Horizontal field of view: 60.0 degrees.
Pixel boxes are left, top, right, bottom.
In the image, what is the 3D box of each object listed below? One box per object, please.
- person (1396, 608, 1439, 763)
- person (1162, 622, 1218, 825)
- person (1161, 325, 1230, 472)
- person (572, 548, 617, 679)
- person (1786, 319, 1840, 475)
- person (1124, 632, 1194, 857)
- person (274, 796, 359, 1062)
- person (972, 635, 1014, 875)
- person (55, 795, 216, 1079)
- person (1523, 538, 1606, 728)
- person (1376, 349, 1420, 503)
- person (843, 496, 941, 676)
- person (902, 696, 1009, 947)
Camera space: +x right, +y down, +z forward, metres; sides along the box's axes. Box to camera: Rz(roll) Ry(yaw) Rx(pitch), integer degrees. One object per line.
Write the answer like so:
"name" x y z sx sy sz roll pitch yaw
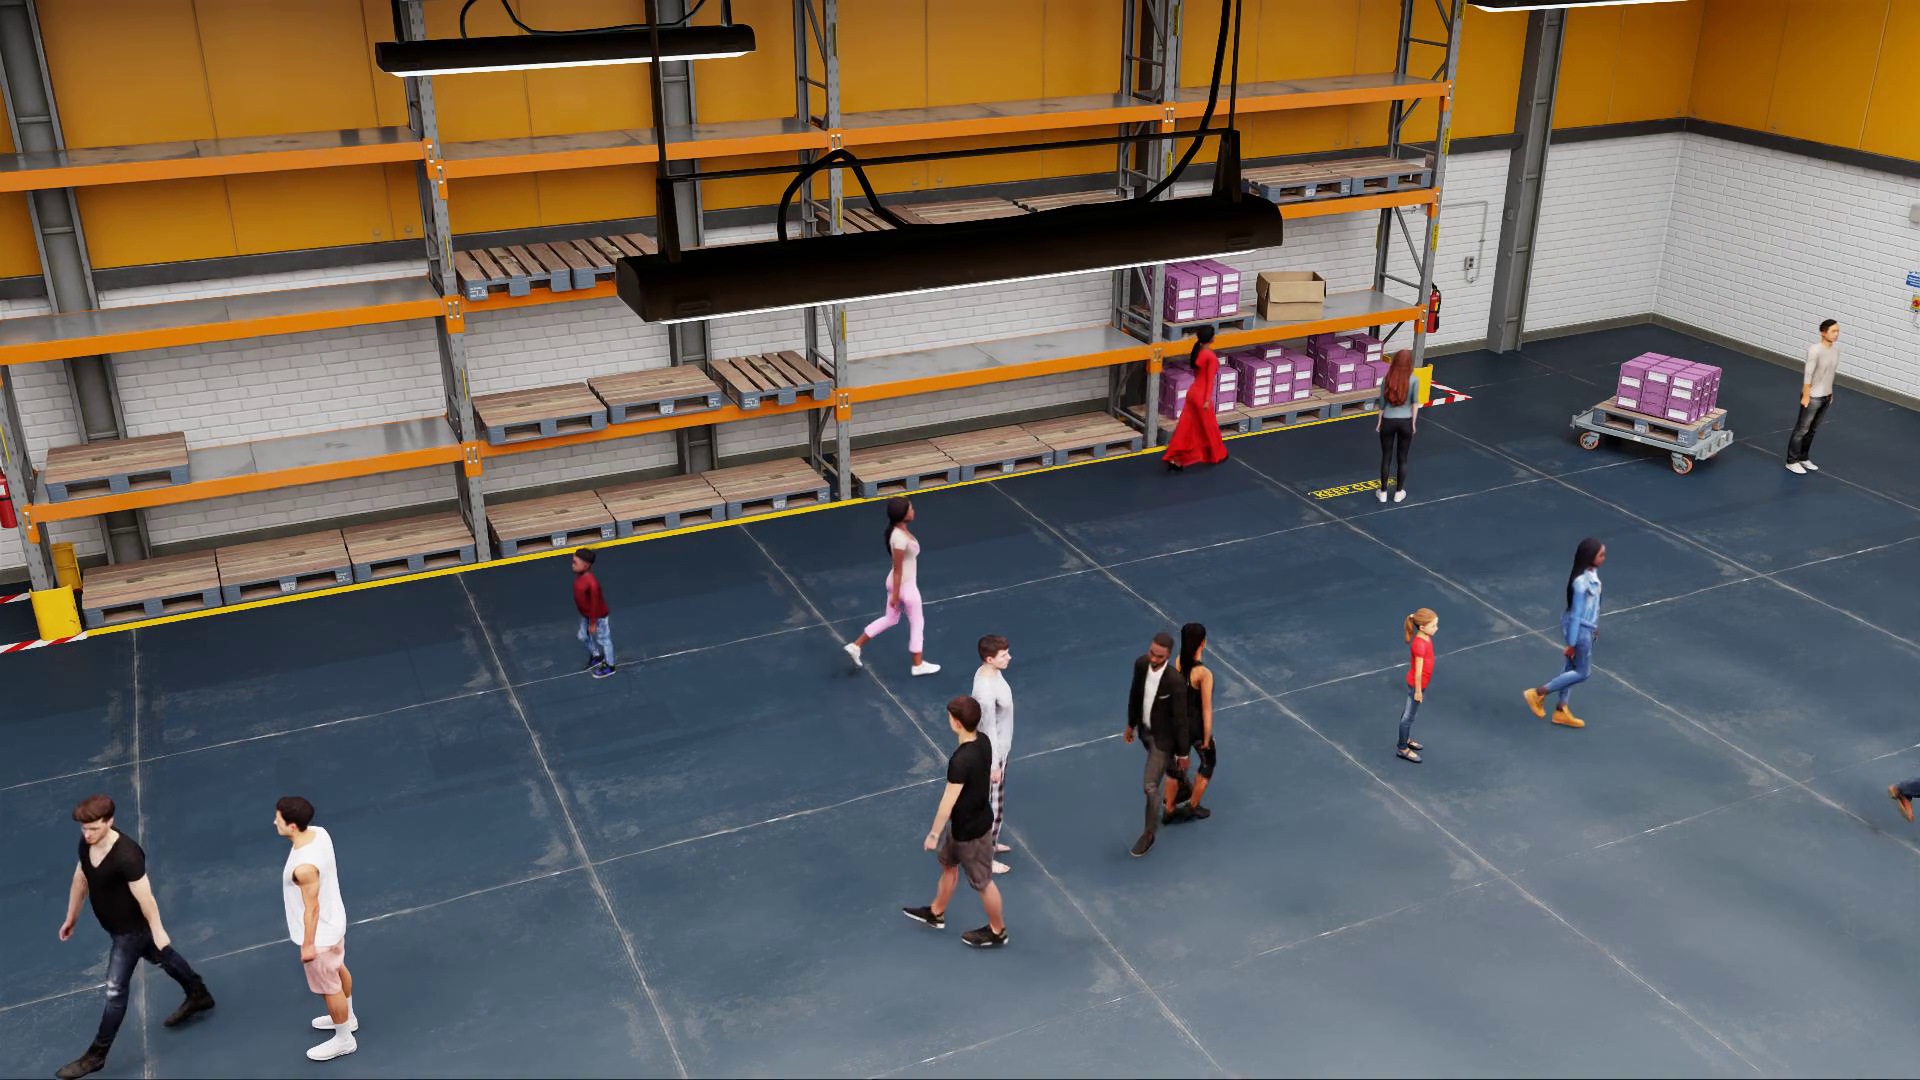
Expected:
"person" 3.688 1.144 13.437 0.632 1.310 0.571 8 25 19
"person" 1.652 1.400 12.424 0.689 1.651 0.667 -16 29 -33
"person" 2.683 -1.581 19.131 1.179 1.741 0.688 -13 27 -27
"person" -3.183 0.625 14.708 0.563 1.241 0.548 -17 29 -34
"person" 9.904 -1.685 19.281 0.506 1.812 0.721 -13 27 -27
"person" 1.508 1.424 12.246 1.145 1.750 0.842 -13 27 -27
"person" -3.890 2.334 10.115 0.647 1.789 0.686 -5 24 -11
"person" 0.218 1.507 11.933 0.704 1.847 0.706 2 24 5
"person" -4.971 2.301 10.133 1.049 1.836 1.343 20 31 38
"person" 5.028 0.763 13.822 0.889 1.698 0.829 9 25 20
"person" 4.833 -1.269 18.415 0.647 1.742 0.721 6 24 13
"person" -0.604 0.425 14.572 1.118 1.717 0.713 -5 24 -11
"person" 0.159 1.909 11.039 1.128 1.827 1.011 4 24 8
